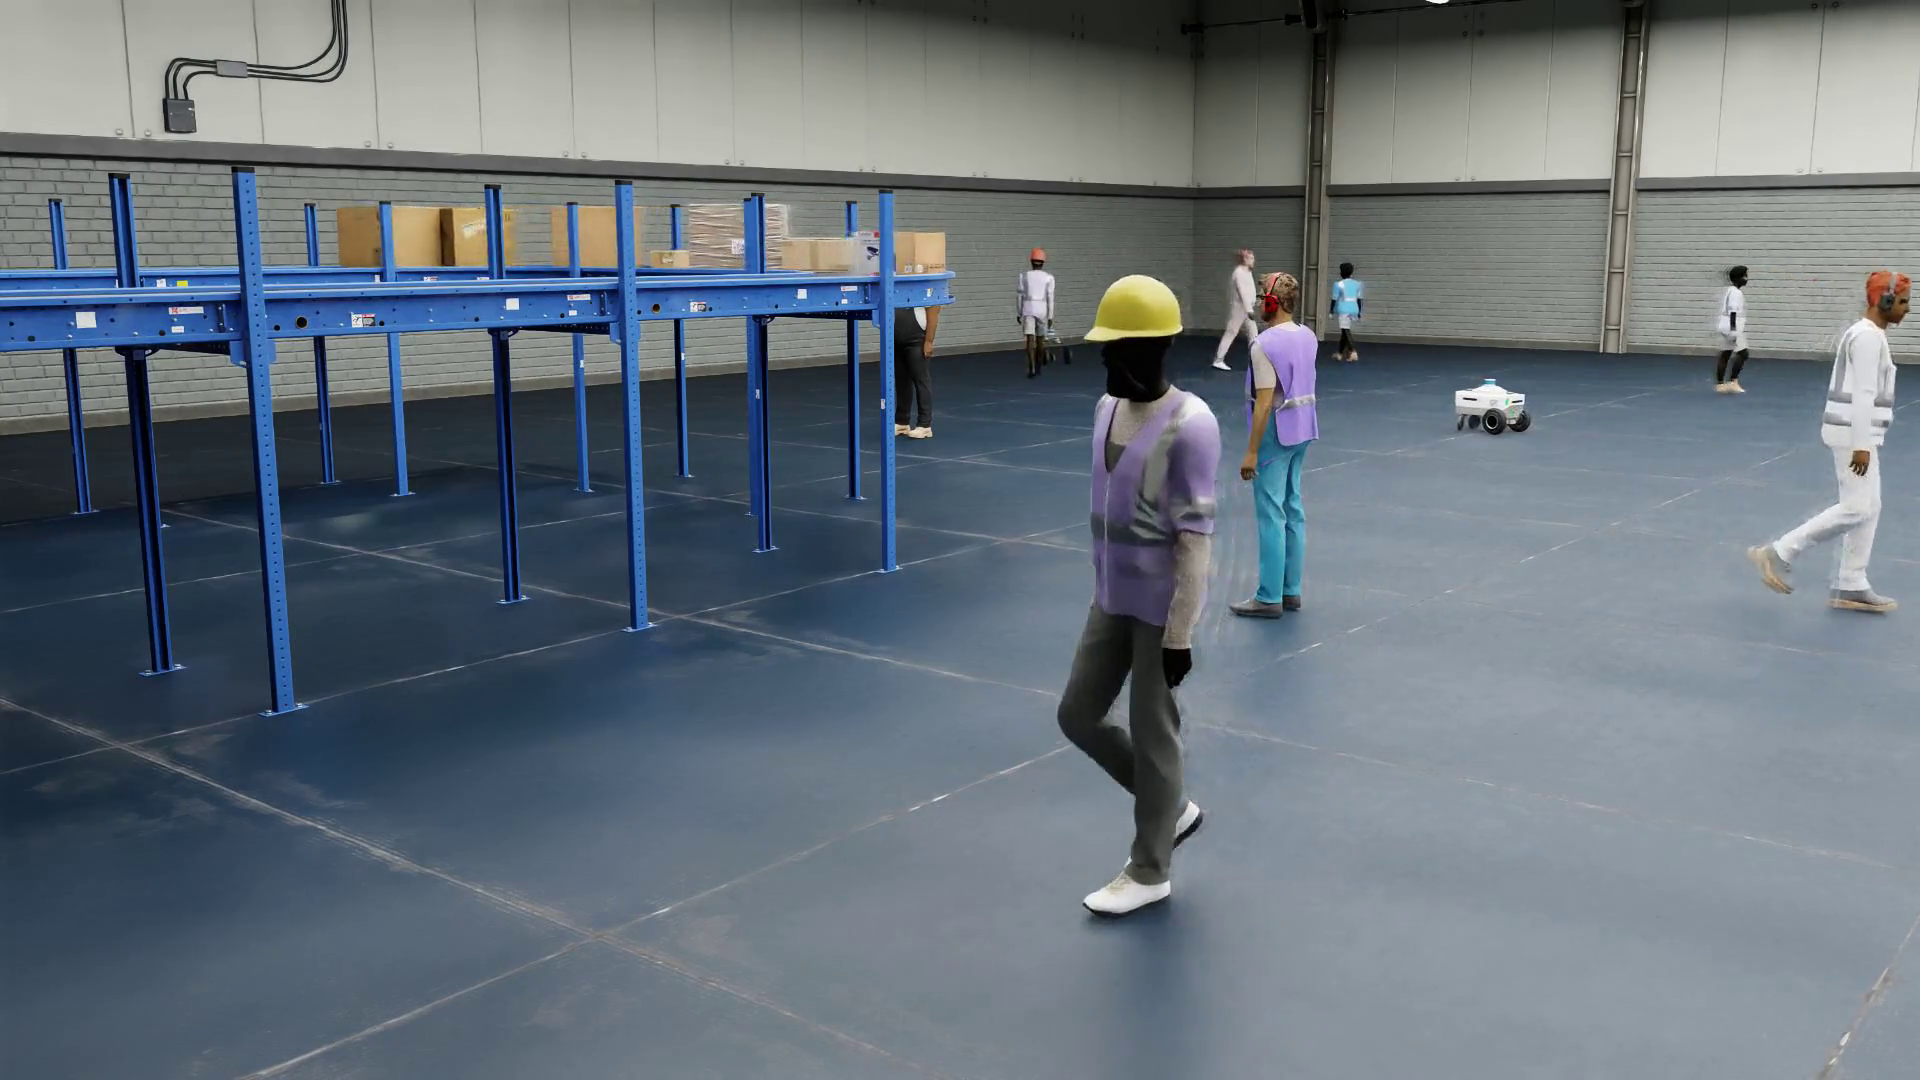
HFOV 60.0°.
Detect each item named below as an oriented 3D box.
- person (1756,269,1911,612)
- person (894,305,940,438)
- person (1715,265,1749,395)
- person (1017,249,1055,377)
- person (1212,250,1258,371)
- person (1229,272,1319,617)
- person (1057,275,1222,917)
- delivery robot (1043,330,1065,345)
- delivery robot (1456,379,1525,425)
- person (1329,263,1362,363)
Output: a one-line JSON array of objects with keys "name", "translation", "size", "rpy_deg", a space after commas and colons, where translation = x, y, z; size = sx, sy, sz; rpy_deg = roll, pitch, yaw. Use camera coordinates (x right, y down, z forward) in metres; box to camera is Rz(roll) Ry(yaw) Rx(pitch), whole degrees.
[{"name": "person", "translation": [4.848, -0.548, 9.137], "size": [0.612, 1.863, 0.620], "rpy_deg": [6, 12, 31]}, {"name": "person", "translation": [-0.547, -2.053, 17.091], "size": [0.535, 2.000, 0.685], "rpy_deg": [-9, 13, -40]}, {"name": "person", "translation": [10.164, -2.732, 21.702], "size": [0.498, 1.680, 0.552], "rpy_deg": [3, 11, 17]}, {"name": "person", "translation": [1.132, -3.374, 24.747], "size": [0.547, 1.888, 1.025], "rpy_deg": [0, 10, -2]}, {"name": "person", "translation": [4.415, -3.551, 25.805], "size": [1.021, 1.853, 0.657], "rpy_deg": [4, 11, 23]}, {"name": "person", "translation": [1.720, -0.513, 8.980], "size": [0.389, 1.846, 0.566], "rpy_deg": [8, 13, 37]}, {"name": "person", "translation": [0.526, 0.178, 4.953], "size": [0.413, 1.913, 0.618], "rpy_deg": [-5, 11, -25]}, {"name": "delivery robot", "translation": [1.513, -3.353, 27.433], "size": [0.335, 0.223, 0.698], "rpy_deg": [-3, 11, -18]}, {"name": "delivery robot", "translation": [5.647, -1.474, 17.739], "size": [0.477, 0.478, 0.707], "rpy_deg": [-7, 13, -34]}, {"name": "person", "translation": [6.411, -3.762, 27.541], "size": [0.534, 1.649, 0.897], "rpy_deg": [-4, 11, -23]}]
